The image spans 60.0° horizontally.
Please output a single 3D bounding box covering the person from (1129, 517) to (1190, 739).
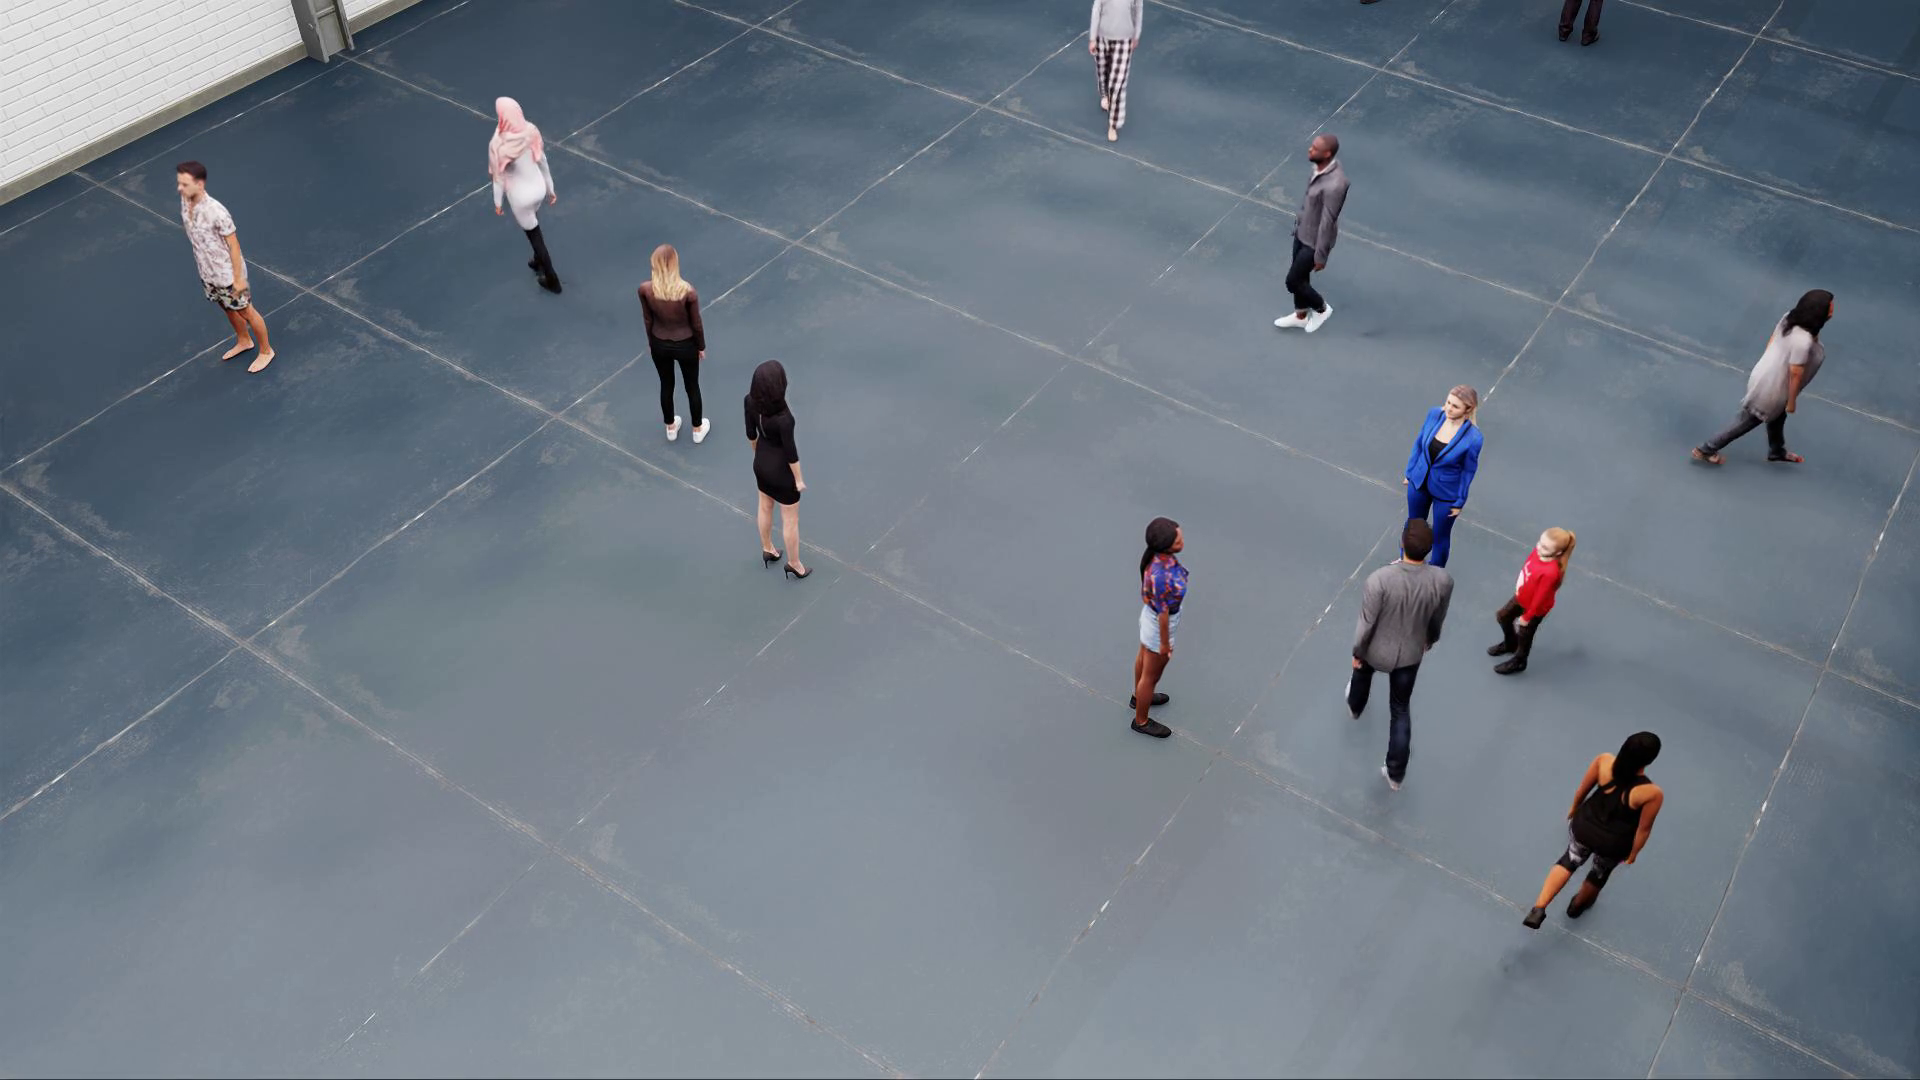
[{"bbox_3d":[1.225,0.524,10.346,0.729,1.743,0.627,1,44,1],"label":"person"}]

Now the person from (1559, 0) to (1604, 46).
[{"bbox_3d":[6.579,-6.027,17.145,0.674,1.848,0.588,22,48,21],"label":"person"}]

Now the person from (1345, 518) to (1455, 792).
[{"bbox_3d":[2.648,0.719,10.078,1.125,1.829,1.321,2,44,2],"label":"person"}]

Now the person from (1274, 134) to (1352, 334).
[{"bbox_3d":[2.935,-2.439,13.414,0.943,1.800,0.871,-4,44,-4],"label":"person"}]

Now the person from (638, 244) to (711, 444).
[{"bbox_3d":[-2.142,-1.448,12.445,0.672,1.702,0.680,2,44,3],"label":"person"}]

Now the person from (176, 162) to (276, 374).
[{"bbox_3d":[-5.827,-2.180,13.129,0.661,1.818,0.554,24,49,23],"label":"person"}]

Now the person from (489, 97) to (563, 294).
[{"bbox_3d":[-3.540,-2.816,13.817,0.754,1.790,0.707,31,52,28],"label":"person"}]

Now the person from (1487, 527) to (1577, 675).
[{"bbox_3d":[3.771,0.396,10.821,0.646,1.273,0.581,-5,44,-5],"label":"person"}]

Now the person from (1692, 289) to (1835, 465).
[{"bbox_3d":[5.924,-1.156,12.233,0.966,1.571,1.092,8,44,8],"label":"person"}]

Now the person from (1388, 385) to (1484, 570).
[{"bbox_3d":[3.250,-0.360,11.304,0.629,1.701,0.676,-31,52,-29],"label":"person"}]

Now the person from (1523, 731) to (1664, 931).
[{"bbox_3d":[3.534,1.652,9.228,0.942,1.650,0.712,-32,52,-29],"label":"person"}]

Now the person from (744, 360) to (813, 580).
[{"bbox_3d":[-1.256,-0.465,11.337,0.617,1.807,0.523,32,52,29],"label":"person"}]

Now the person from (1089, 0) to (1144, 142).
[{"bbox_3d":[1.467,-4.859,15.950,0.920,1.806,1.205,8,44,8],"label":"person"}]
